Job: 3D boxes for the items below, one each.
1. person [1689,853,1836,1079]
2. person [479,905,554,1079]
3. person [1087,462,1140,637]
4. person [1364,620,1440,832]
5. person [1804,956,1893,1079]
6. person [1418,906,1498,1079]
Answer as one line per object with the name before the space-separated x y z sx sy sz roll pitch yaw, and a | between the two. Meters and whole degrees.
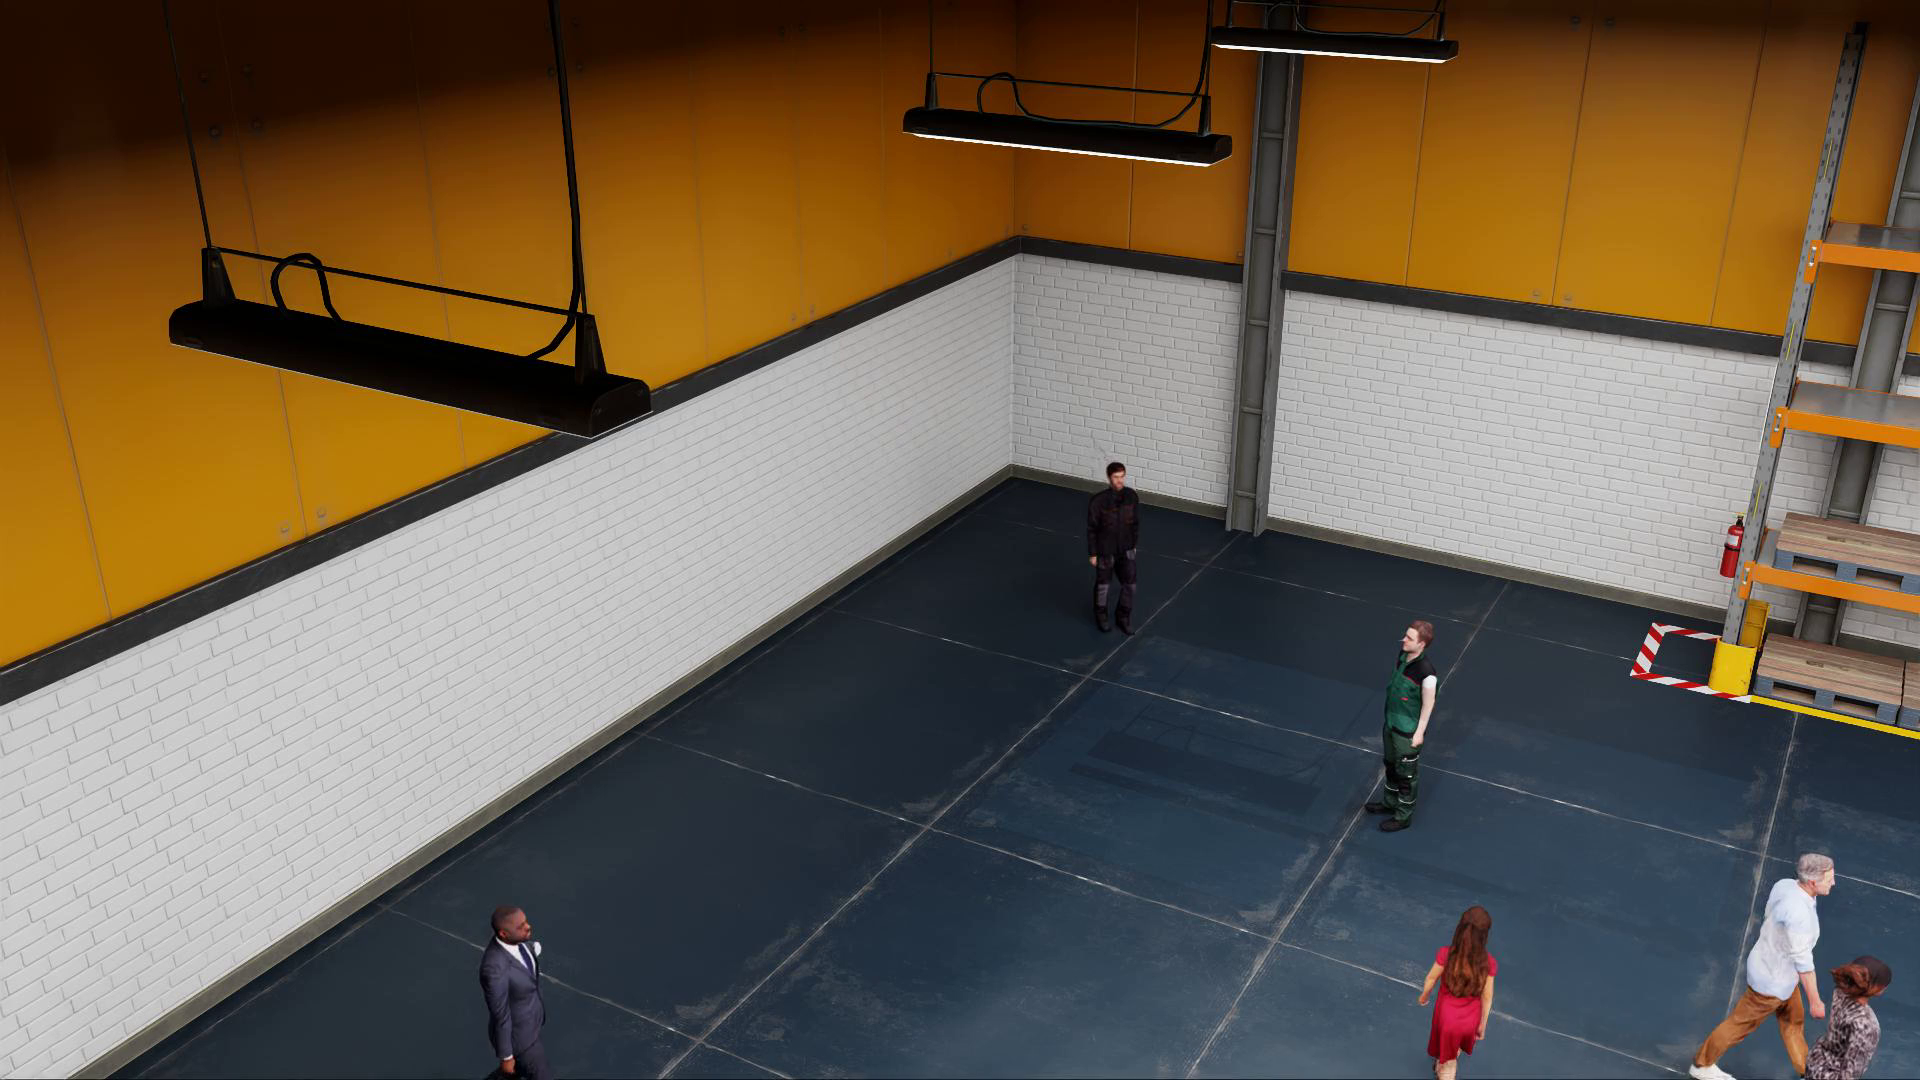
person | 5.065 2.754 10.536 1.213 1.776 0.830 9 25 19
person | -2.736 2.964 10.034 1.234 1.795 1.034 1 24 2
person | 1.504 0.057 16.649 0.899 1.822 0.950 -8 25 -18
person | 3.587 1.472 13.386 0.796 1.843 0.743 -5 24 -11
person | 5.023 3.149 9.732 0.892 1.697 0.760 2 24 4
person | 3.078 3.010 10.285 1.045 1.509 0.899 2 24 4
